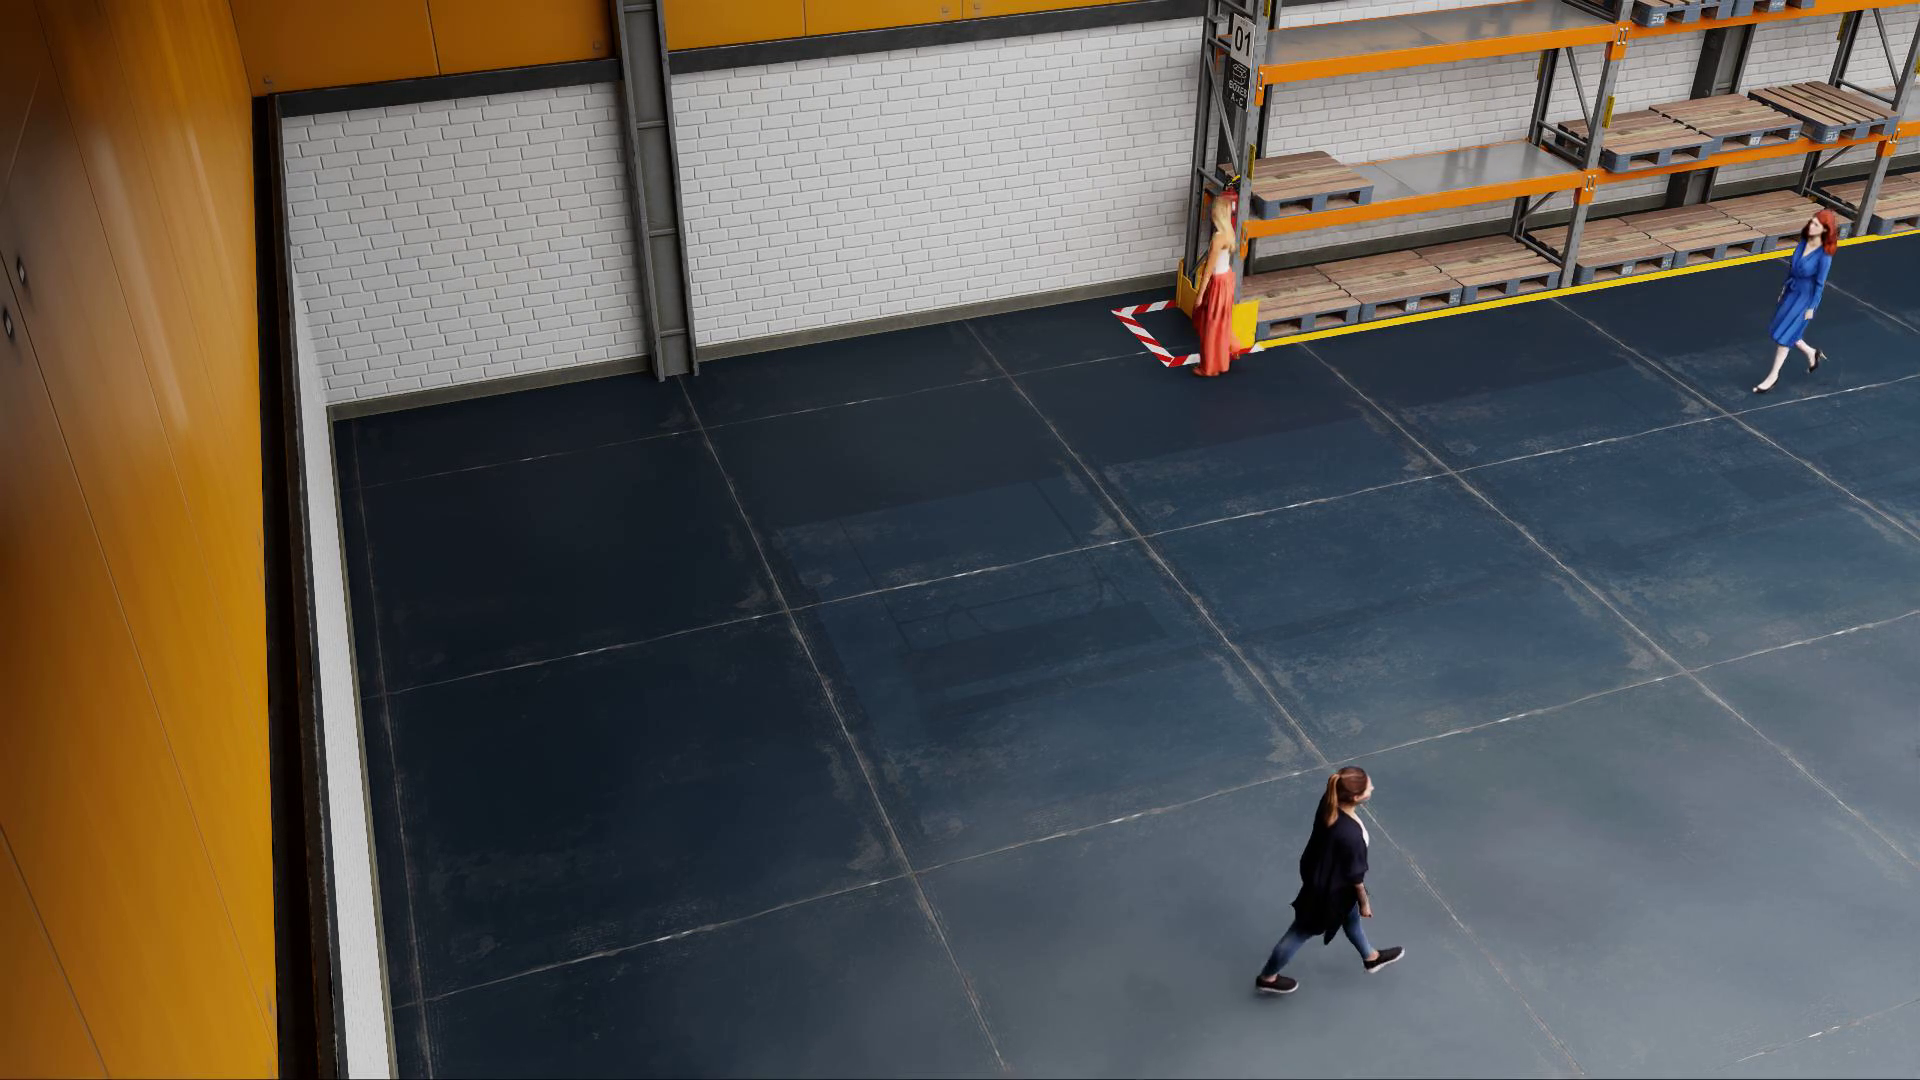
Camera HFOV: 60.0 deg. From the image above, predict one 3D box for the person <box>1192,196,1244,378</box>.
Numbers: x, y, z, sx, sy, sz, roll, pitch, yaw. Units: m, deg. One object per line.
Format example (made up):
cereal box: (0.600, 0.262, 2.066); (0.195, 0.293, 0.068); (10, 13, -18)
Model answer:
person: (2.513, -2.329, 15.539); (0.913, 1.791, 0.849); (7, 34, 10)

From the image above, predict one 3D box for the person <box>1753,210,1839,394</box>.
person: (7.783, -2.177, 15.287); (0.967, 1.816, 0.754); (-3, 34, -5)

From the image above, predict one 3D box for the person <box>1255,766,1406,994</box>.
person: (1.960, 1.943, 9.256); (1.187, 1.631, 0.846); (-3, 34, -4)
